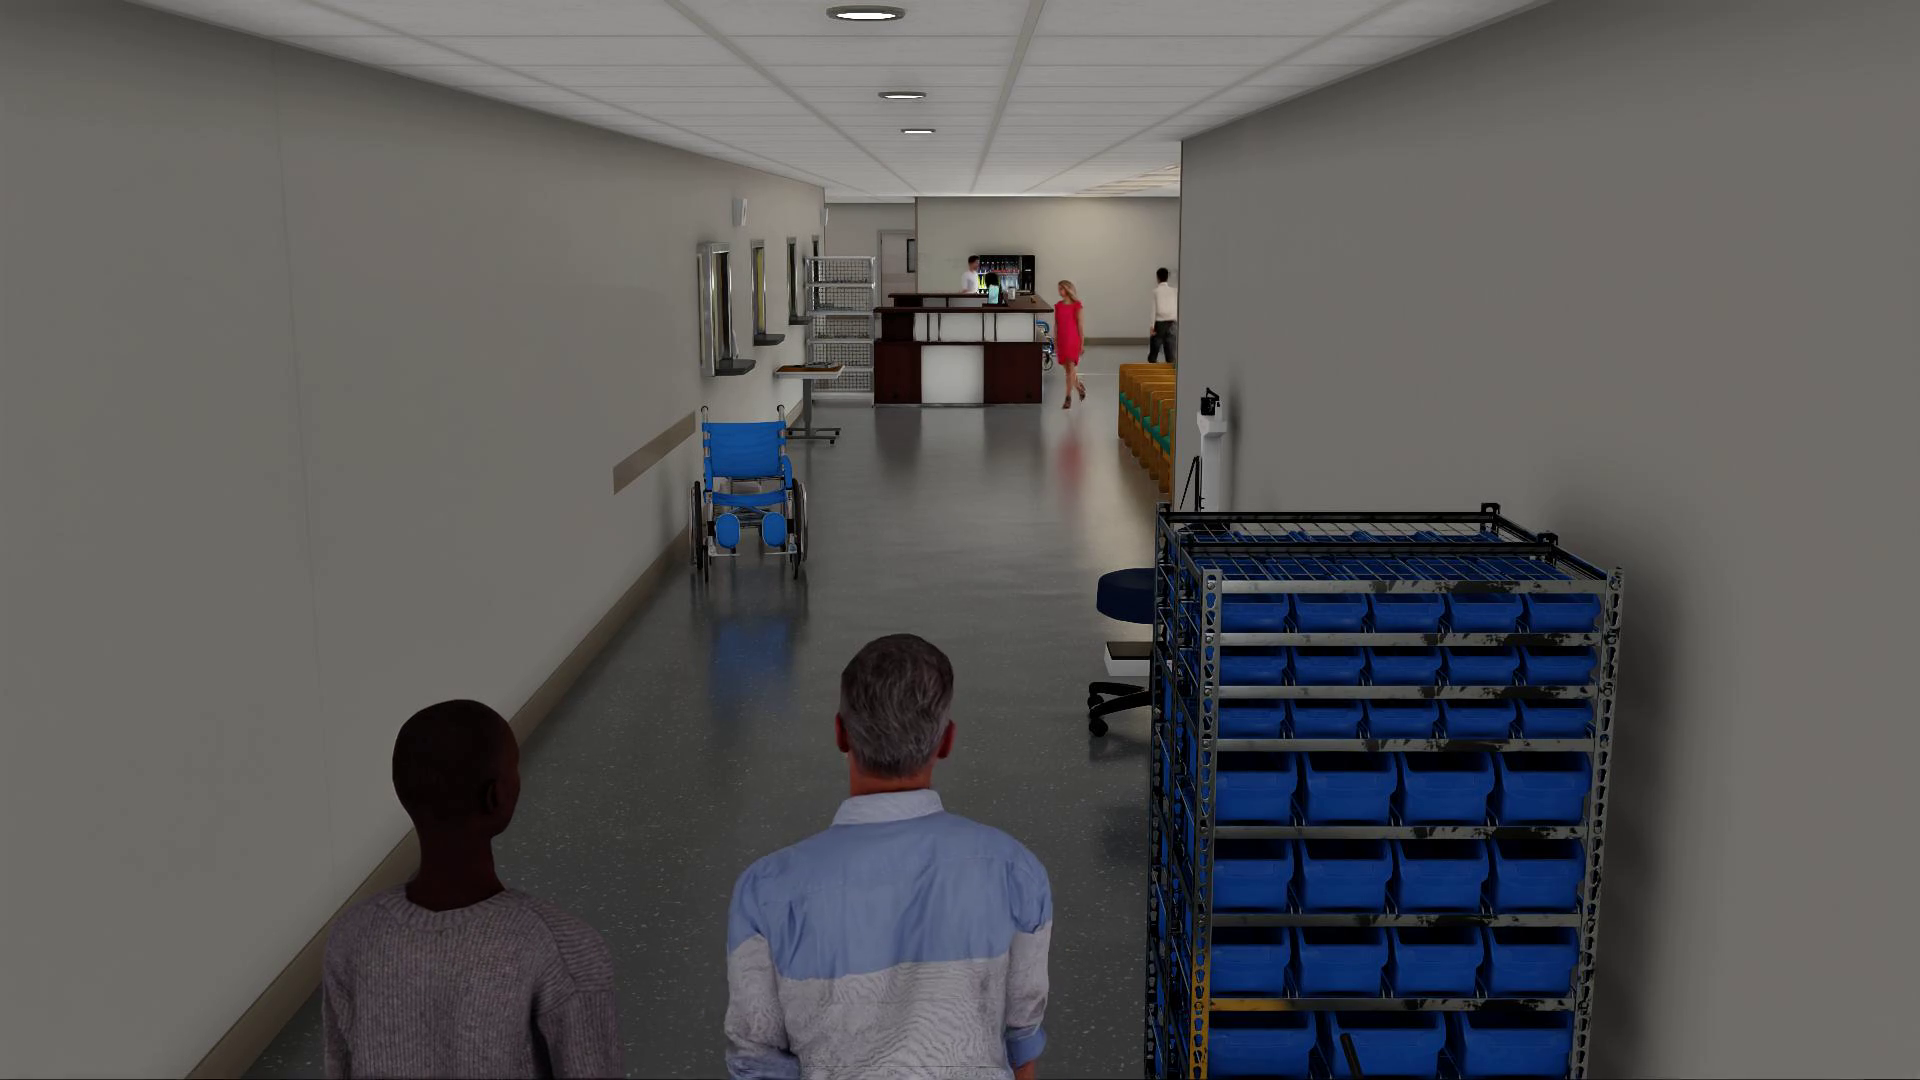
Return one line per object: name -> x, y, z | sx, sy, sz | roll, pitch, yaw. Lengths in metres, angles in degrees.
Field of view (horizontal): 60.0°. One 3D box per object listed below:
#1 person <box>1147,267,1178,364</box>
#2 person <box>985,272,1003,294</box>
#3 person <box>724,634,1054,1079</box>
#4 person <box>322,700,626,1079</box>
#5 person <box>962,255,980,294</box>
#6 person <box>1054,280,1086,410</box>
person -> 3.091, -3.144, 24.867 | 1.058, 1.771, 0.899 | -3, 11, -14
person -> 0.684, -3.926, 29.529 | 1.067, 1.570, 0.877 | 5, 12, 24
person -> -0.085, 1.072, 2.560 | 0.661, 1.806, 0.748 | -1, 11, -5
person -> -0.721, 1.095, 2.528 | 0.529, 1.772, 0.715 | 2, 11, 10
person -> 0.127, -4.669, 32.733 | 0.930, 1.836, 0.892 | 7, 13, 33
person -> 1.512, -2.619, 22.334 | 1.061, 1.685, 0.983 | 6, 12, 28
